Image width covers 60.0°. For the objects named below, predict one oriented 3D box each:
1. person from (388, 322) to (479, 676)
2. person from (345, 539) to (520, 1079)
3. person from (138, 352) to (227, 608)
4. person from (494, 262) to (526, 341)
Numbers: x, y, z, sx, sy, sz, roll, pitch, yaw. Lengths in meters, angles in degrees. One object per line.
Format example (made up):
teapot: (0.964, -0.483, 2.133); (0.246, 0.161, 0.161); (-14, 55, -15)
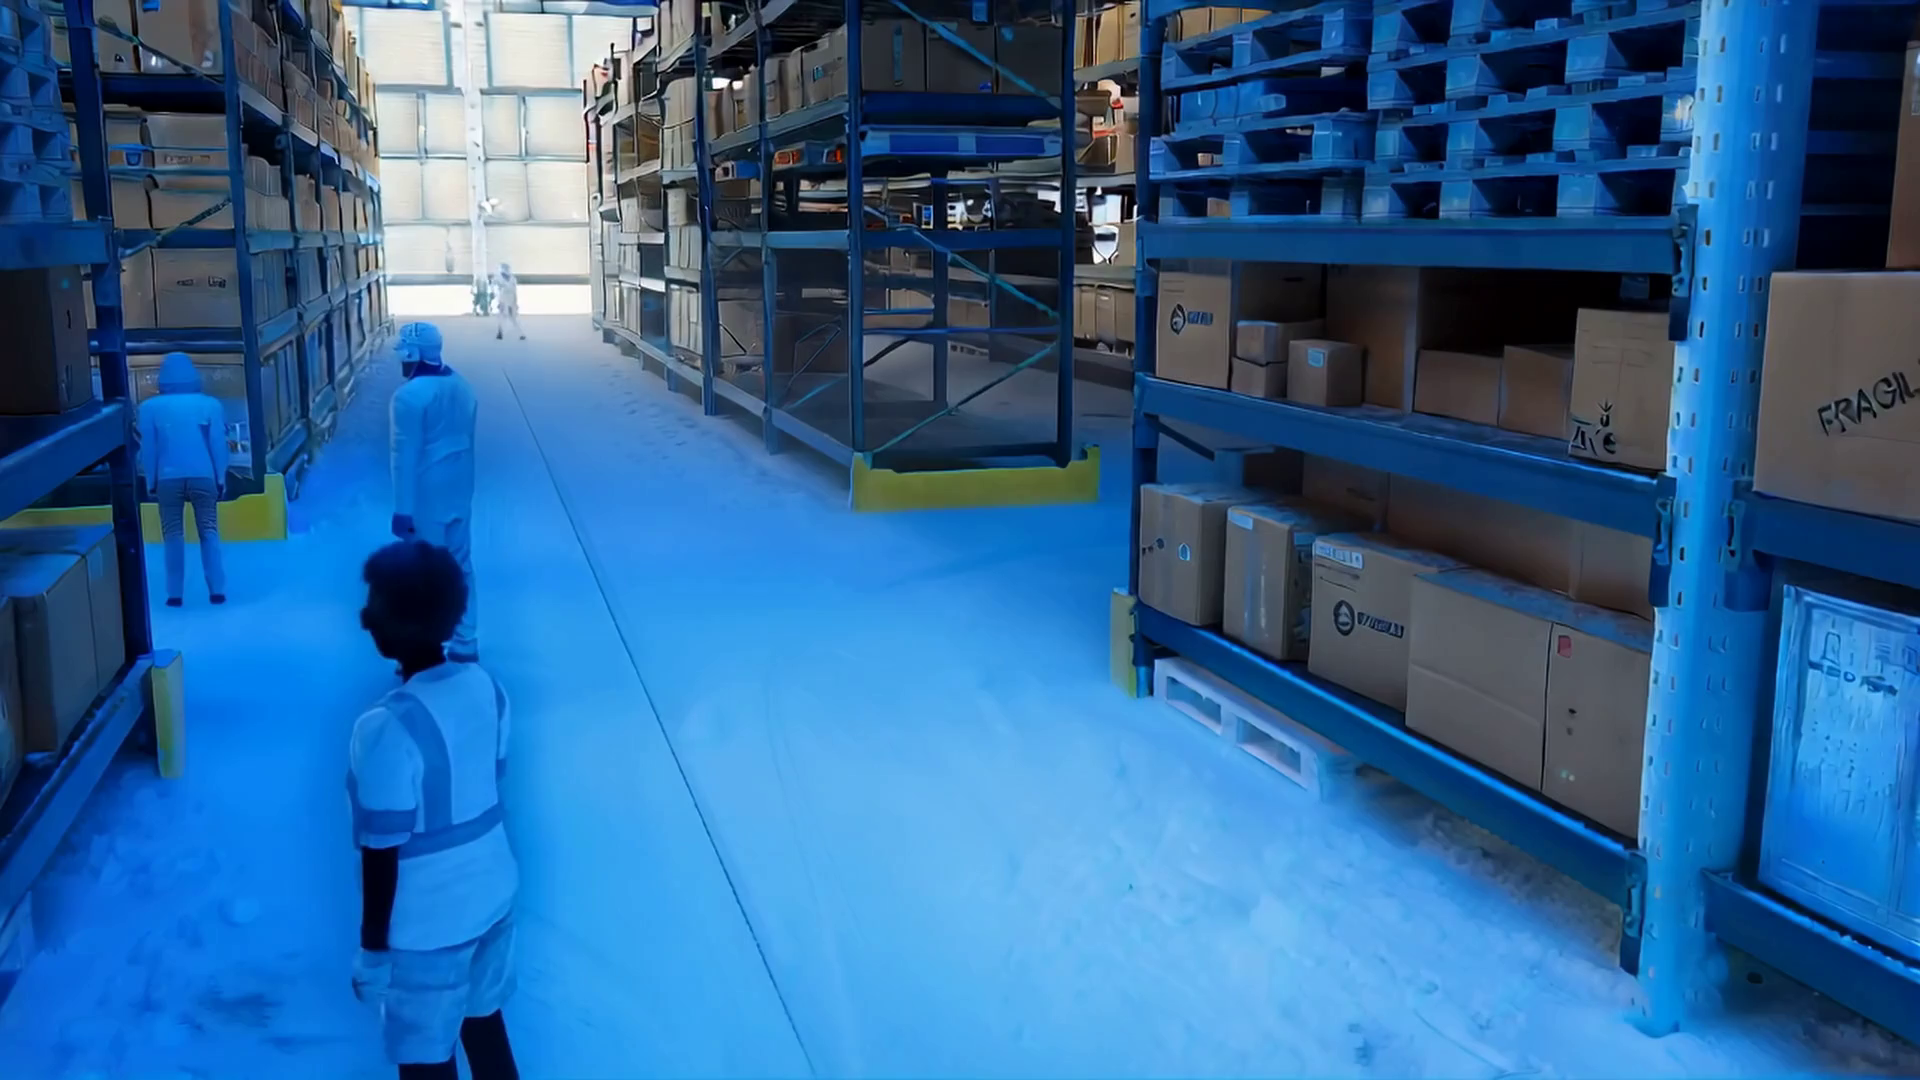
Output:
person: (-2.857, -0.221, 8.982); (0.399, 1.900, 0.645); (3, 11, 14)
person: (-1.176, 0.839, 3.750); (0.319, 1.690, 0.535); (2, 11, 11)
person: (-4.922, -0.377, 10.585); (0.493, 1.624, 0.280); (-6, 12, -31)
person: (-10.255, -5.396, 37.696); (0.957, 1.776, 0.619); (9, 14, 40)
